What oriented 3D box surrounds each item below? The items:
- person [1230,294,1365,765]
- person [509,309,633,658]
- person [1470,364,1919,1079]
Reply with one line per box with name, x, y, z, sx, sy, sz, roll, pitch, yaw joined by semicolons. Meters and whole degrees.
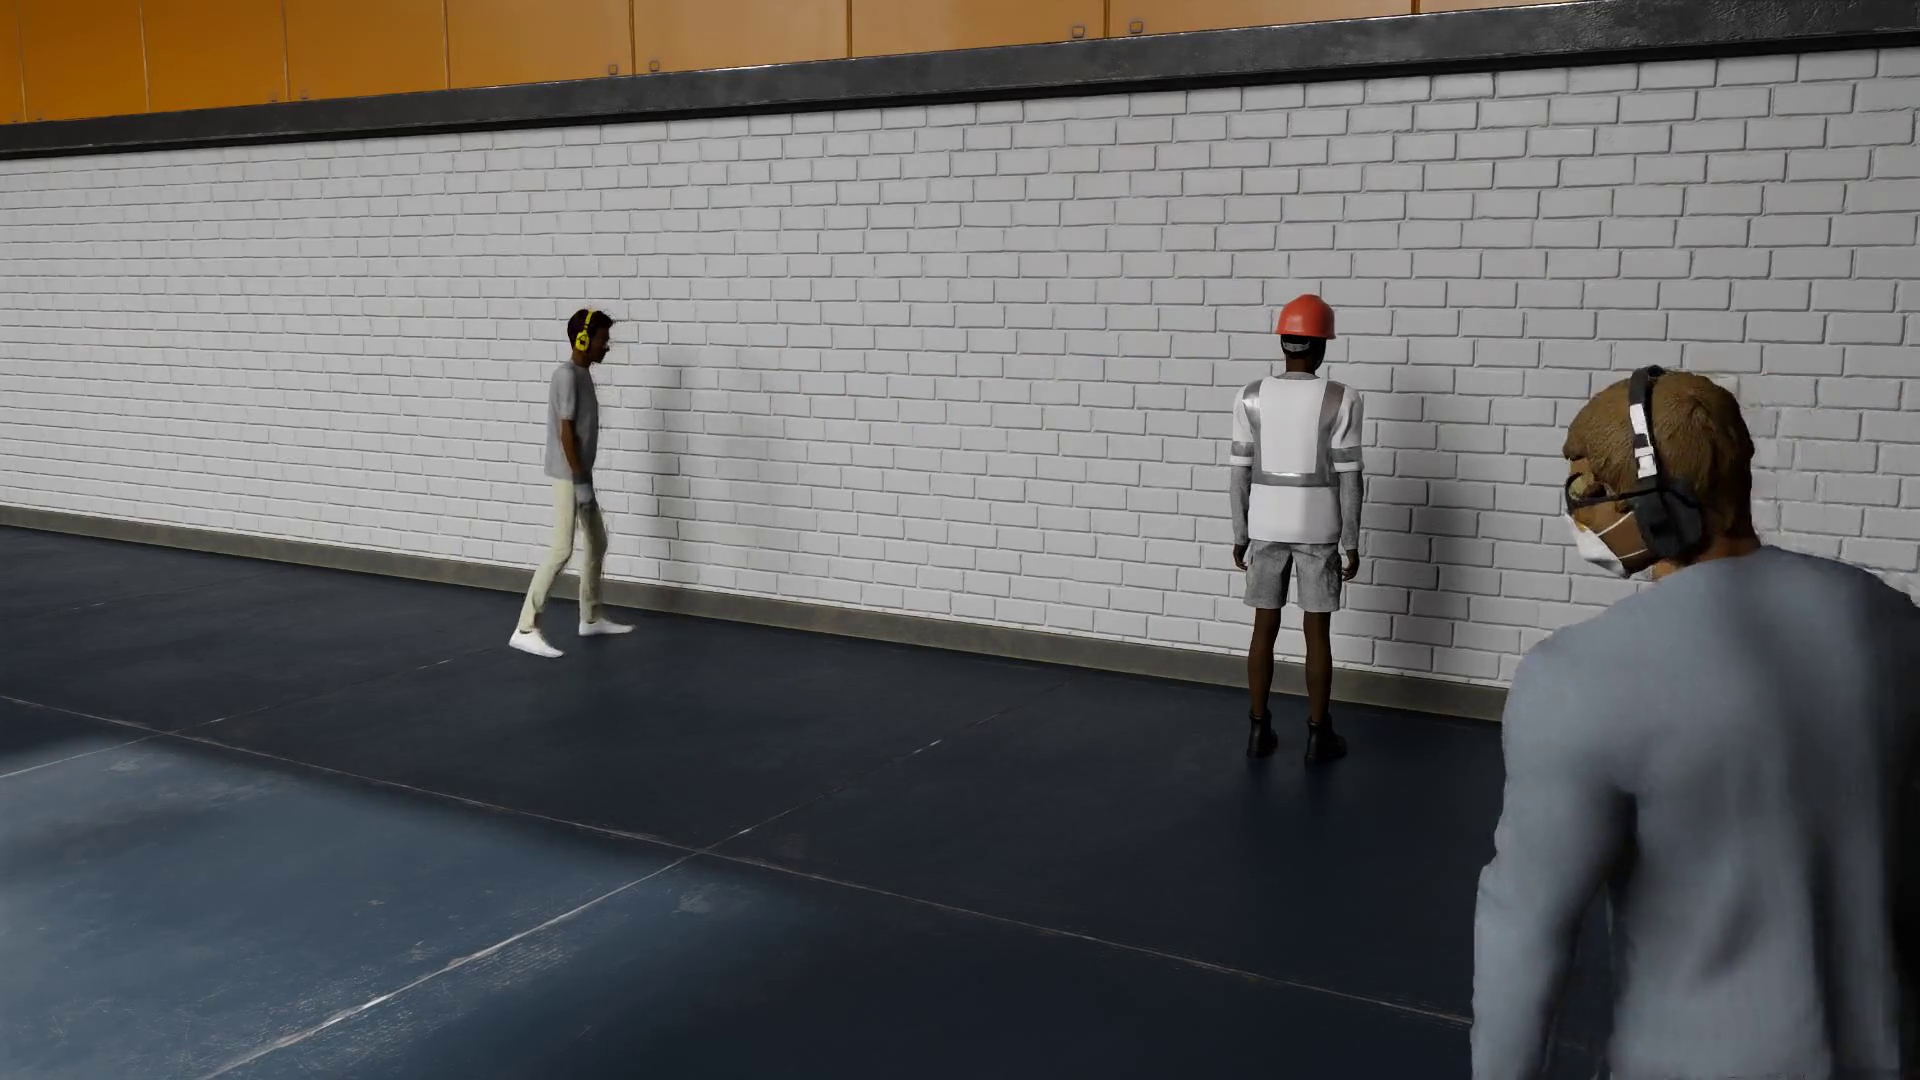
person;1.401;-0.044;6.914;0.550;1.935;0.376;4;10;26
person;-2.108;-0.314;8.973;0.530;1.831;0.749;0;9;0
person;1.019;0.719;2.262;0.666;1.900;0.558;-4;10;-21
